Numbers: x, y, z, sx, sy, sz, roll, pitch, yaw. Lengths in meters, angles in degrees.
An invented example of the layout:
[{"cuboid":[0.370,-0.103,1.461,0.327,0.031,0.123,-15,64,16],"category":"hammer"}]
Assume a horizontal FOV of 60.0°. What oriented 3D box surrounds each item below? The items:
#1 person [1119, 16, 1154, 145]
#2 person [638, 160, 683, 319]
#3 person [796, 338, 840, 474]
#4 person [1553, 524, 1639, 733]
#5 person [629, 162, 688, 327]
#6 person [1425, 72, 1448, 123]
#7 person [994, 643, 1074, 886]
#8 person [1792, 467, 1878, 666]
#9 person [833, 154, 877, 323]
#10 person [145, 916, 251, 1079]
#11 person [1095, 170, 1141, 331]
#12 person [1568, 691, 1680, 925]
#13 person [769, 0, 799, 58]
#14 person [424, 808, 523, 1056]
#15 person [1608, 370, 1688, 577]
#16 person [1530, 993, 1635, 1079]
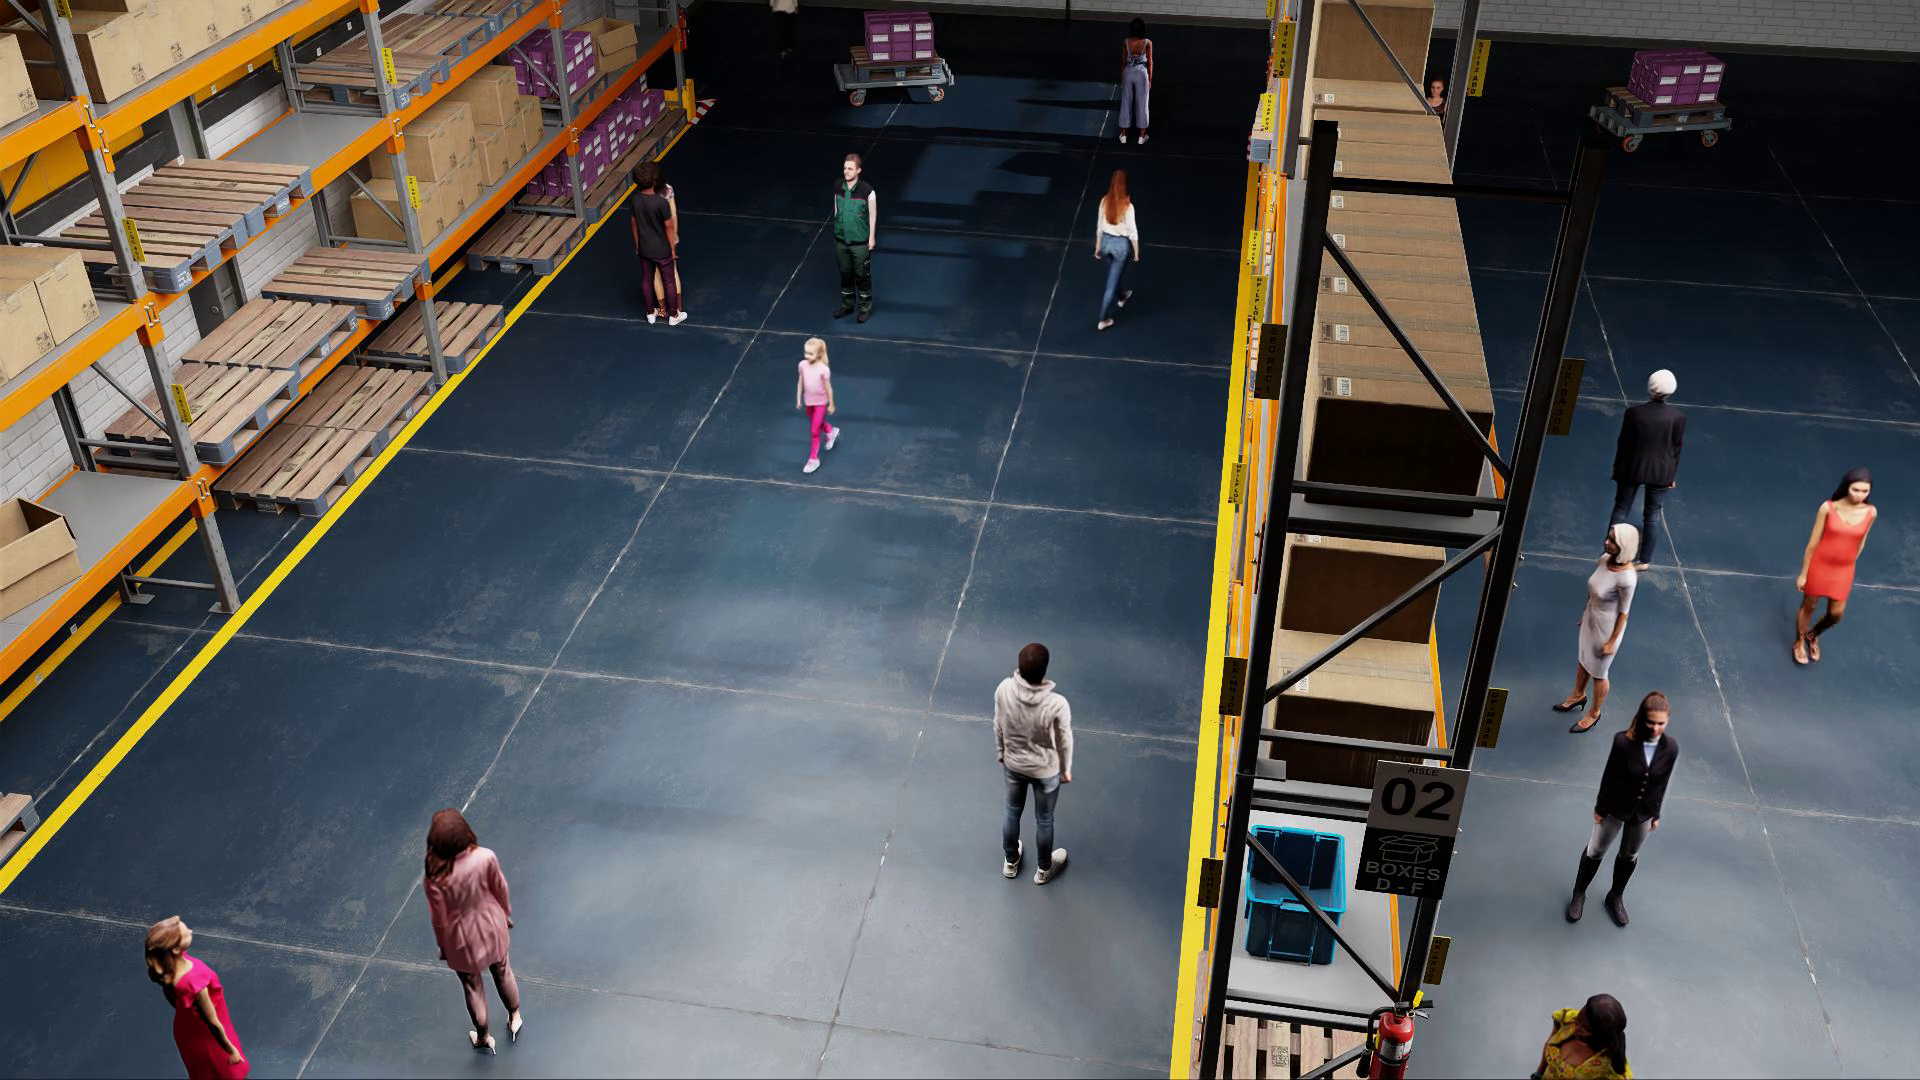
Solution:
[{"cuboid":[2.352,-6.145,22.221,0.569,1.696,0.520,7,34,10],"category":"person"},{"cuboid":[-3.215,-3.215,17.779,0.653,1.733,0.724,-23,40,-30],"category":"person"},{"cuboid":[-1.297,-1.306,15.338,0.673,1.257,0.941,17,37,24],"category":"person"},{"cuboid":[4.630,0.624,11.988,0.691,1.750,0.558,-6,34,-9],"category":"person"},{"cuboid":[-3.240,-3.135,17.612,0.637,1.784,0.575,8,34,12],"category":"person"},{"cuboid":[5.716,-4.866,20.314,0.564,1.675,0.539,6,34,8],"category":"person"},{"cuboid":[0.451,1.434,10.676,0.702,1.853,0.624,11,35,16],"category":"person"},{"cuboid":[6.615,0.172,12.707,0.595,1.706,0.568,6,34,9],"category":"person"},{"cuboid":[-1.132,-3.226,17.696,0.698,1.843,0.675,15,36,21],"category":"person"},{"cuboid":[-4.066,2.669,8.931,0.661,1.728,0.679,23,40,31],"category":"person"},{"cuboid":[1.591,-3.033,17.537,0.929,1.697,1.115,24,41,32],"category":"person"},{"cuboid":[4.173,1.689,10.404,0.558,1.729,0.551,4,34,7],"category":"person"},{"cuboid":[-2.690,-8.104,25.398,0.739,1.440,0.997,-2,34,-4],"category":"person"},{"cuboid":[-2.772,2.247,9.499,0.671,1.803,0.739,-22,40,-30],"category":"person"},{"cuboid":[5.353,-0.515,12.866,0.780,1.779,0.685,15,37,22],"category":"person"},{"cuboid":[3.158,2.932,8.597,1.059,1.661,0.958,-14,36,-20],"category":"person"}]
